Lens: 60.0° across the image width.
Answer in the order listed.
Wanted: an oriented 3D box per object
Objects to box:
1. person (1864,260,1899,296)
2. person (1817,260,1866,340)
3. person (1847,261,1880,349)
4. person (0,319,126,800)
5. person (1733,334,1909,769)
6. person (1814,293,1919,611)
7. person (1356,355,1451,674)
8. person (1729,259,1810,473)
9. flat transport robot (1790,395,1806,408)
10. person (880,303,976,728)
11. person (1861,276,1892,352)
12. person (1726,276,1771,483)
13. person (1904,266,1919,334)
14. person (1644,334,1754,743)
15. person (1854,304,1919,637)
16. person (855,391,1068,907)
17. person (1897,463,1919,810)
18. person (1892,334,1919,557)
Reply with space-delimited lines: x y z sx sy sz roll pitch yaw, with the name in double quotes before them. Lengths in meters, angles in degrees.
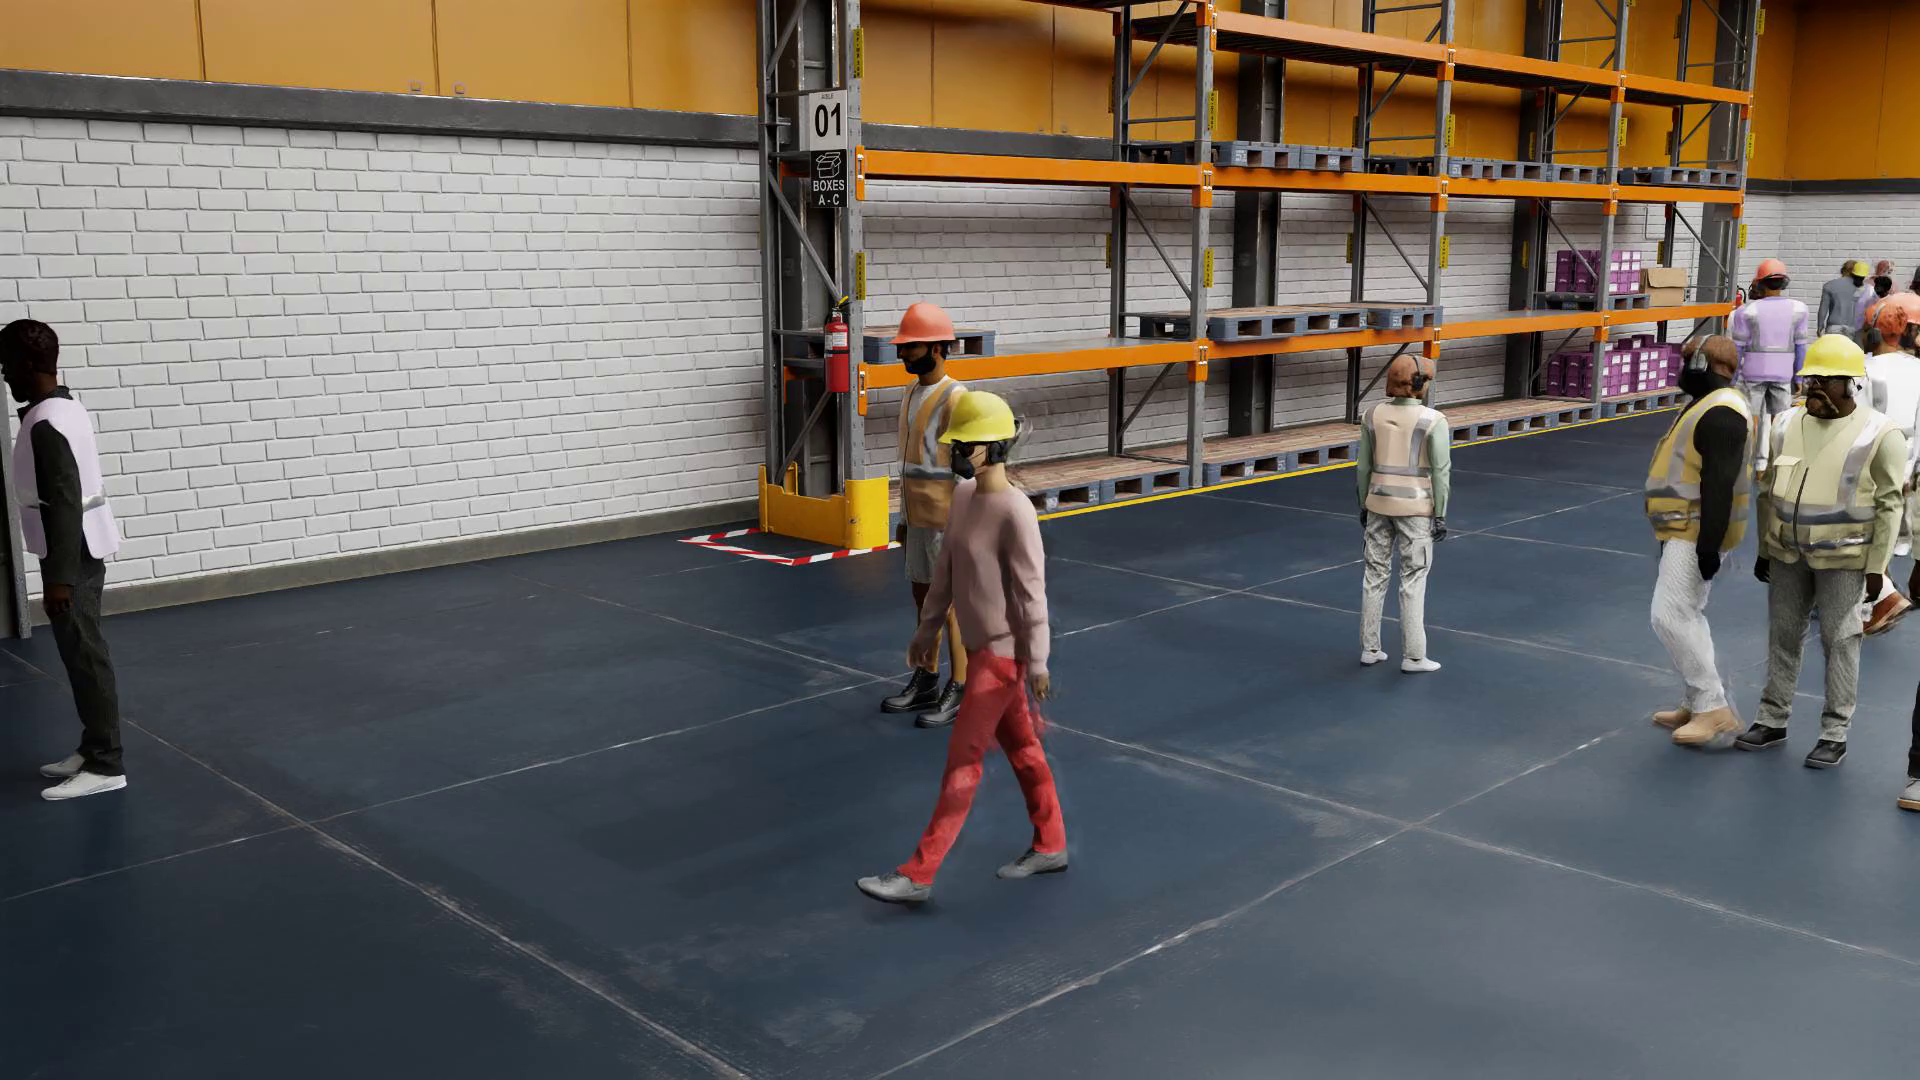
"person" 13.296 -3.097 24.073 0.470 1.882 0.650 -5 12 -26
"person" 12.615 -3.043 23.735 0.651 1.896 0.797 2 11 12
"person" 12.817 -3.056 23.849 0.617 1.883 0.855 7 13 35
"person" -3.578 0.077 6.672 0.391 1.914 0.590 -5 11 -25
"person" 3.640 0.048 7.049 0.404 1.833 0.591 -7 12 -33
"person" 5.361 -0.492 9.782 0.839 1.914 0.546 -1 10 -4
"person" 2.272 -0.132 8.565 0.313 1.636 0.517 -10 14 -42
"person" 7.118 -1.452 14.685 0.618 2.035 0.394 2 11 11
"flat transport robot" 10.128 -1.667 20.662 0.652 0.197 1.431 7 13 35
"person" -0.139 -0.108 7.613 0.374 1.939 0.545 -6 12 -29
"person" 12.860 -2.860 23.306 0.377 1.682 0.544 1 10 5
"person" 7.216 -1.454 15.104 0.575 1.882 0.355 6 12 30
"person" 10.147 -2.013 17.721 0.739 2.000 1.010 -1 10 -5
"person" 3.293 -0.008 7.469 0.429 1.807 0.718 3 11 17
"person" 5.063 -0.361 9.173 0.605 1.872 0.494 -4 11 -21
"person" 0.014 0.369 5.600 0.887 1.727 0.532 -4 11 -19
"person" 3.972 0.091 6.367 0.609 1.996 0.383 6 12 29
"person" 6.448 -0.640 11.432 0.538 1.586 0.848 9 14 41
